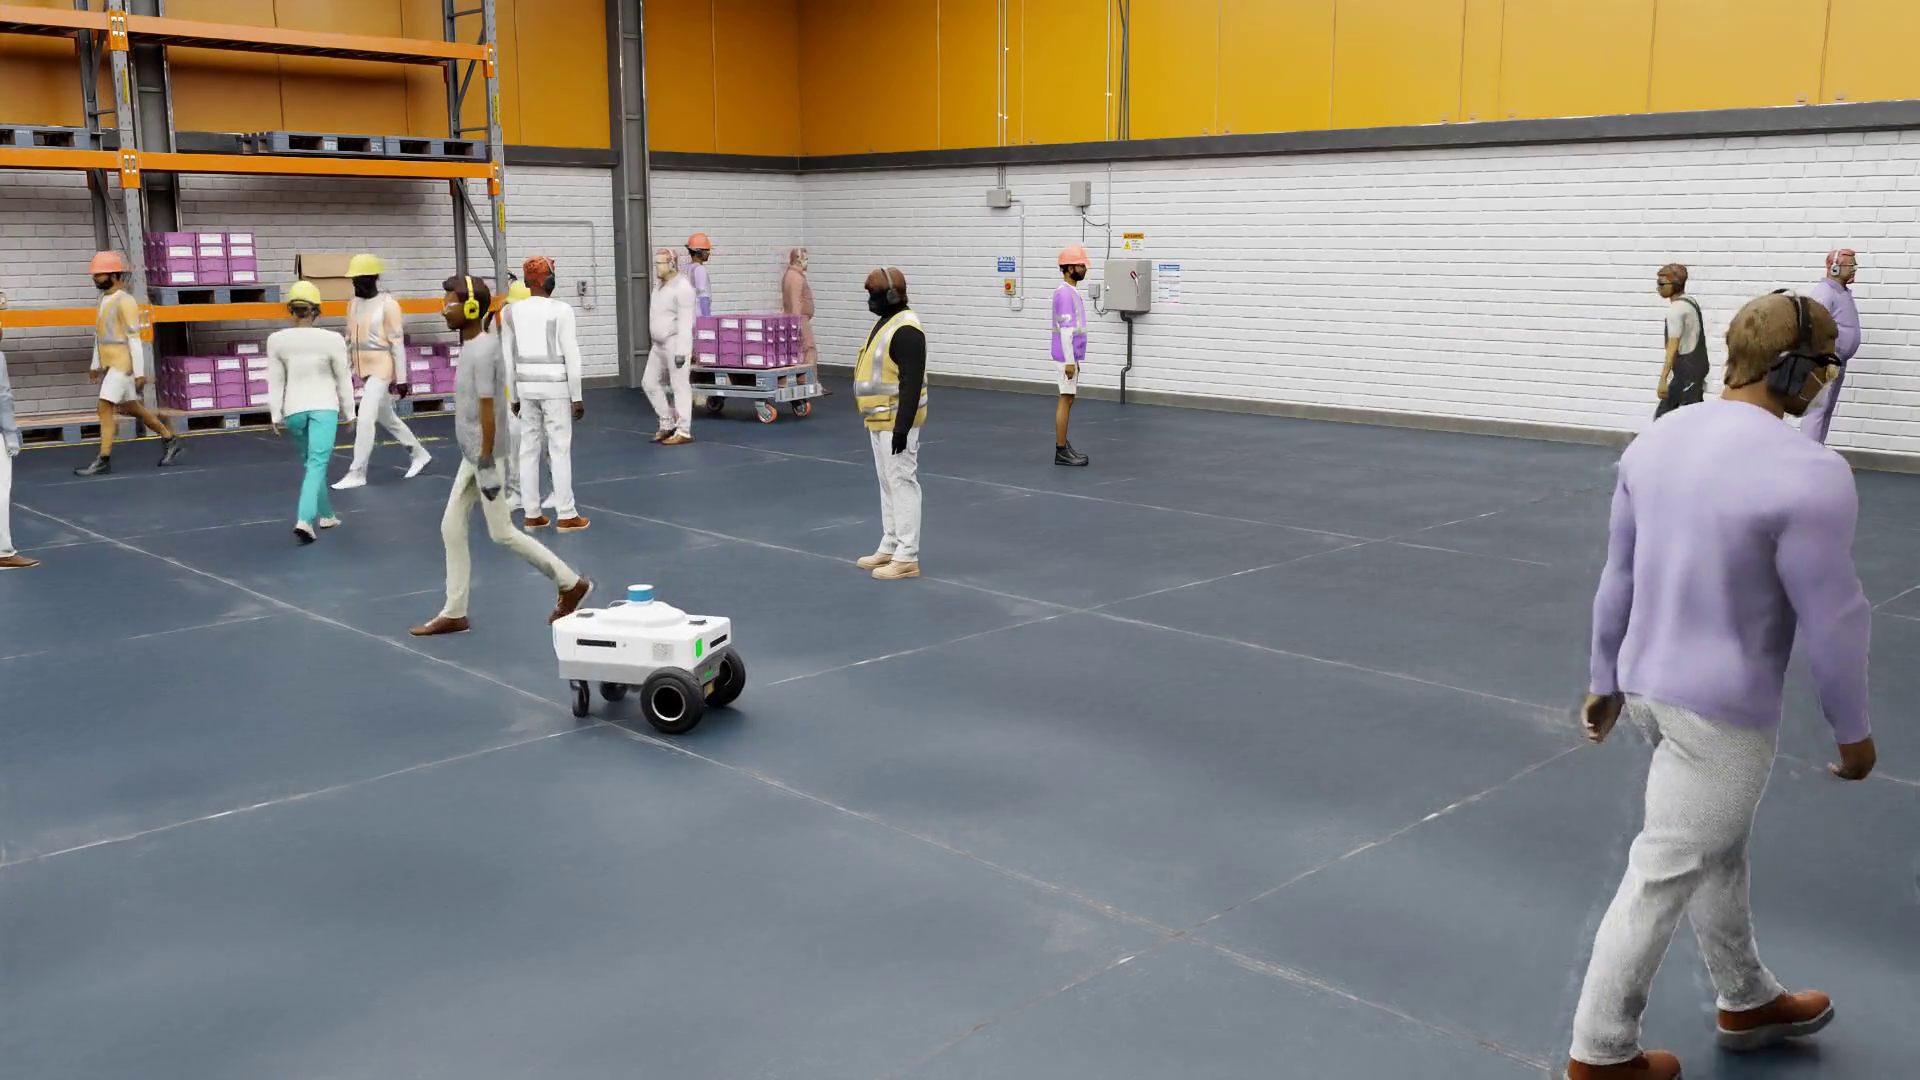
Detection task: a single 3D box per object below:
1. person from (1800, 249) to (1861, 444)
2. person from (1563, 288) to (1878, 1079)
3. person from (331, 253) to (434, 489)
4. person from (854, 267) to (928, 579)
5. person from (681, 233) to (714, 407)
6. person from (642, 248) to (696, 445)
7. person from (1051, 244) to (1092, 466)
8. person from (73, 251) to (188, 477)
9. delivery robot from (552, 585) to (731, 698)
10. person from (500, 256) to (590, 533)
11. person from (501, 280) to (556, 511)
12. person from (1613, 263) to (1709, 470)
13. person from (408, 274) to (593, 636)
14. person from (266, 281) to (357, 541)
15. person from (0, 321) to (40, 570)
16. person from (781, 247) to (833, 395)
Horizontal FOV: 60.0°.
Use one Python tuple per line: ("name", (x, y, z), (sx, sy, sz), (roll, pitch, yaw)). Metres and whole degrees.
("person", (7.314, -1.477, 13.959), (0.404, 1.911, 0.636), (9, 14, 40))
("person", (1.839, 0.381, 3.848), (0.914, 1.897, 0.634), (-2, 11, -12))
("person", (-4.748, -1.394, 13.591), (0.600, 1.890, 0.977), (8, 13, 38))
("person", (-0.413, -0.690, 9.871), (0.430, 1.838, 0.619), (-3, 11, -16))
("person", (-3.078, -2.594, 19.679), (0.386, 2.045, 0.605), (-6, 12, -30))
("person", (-2.839, -1.851, 16.024), (0.508, 1.891, 0.671), (-8, 13, -38))
("person", (0.981, -1.626, 14.681), (0.349, 1.942, 0.545), (1, 10, 6))
("person", (-7.145, -1.521, 14.245), (0.959, 1.901, 0.546), (-10, 14, -43))
("delivery robot", (-1.339, 0.432, 6.989), (0.707, 0.478, 0.477), (3, 11, 15))
("person", (-2.831, -0.986, 11.351), (0.572, 1.883, 0.354), (3, 11, 17))
("person", (-3.136, -1.049, 12.174), (0.500, 1.699, 0.699), (5, 11, 25))
("person", (5.811, -1.325, 13.433), (0.965, 1.786, 0.545), (6, 12, 30))
("person", (-2.348, -0.426, 8.450), (0.882, 1.840, 0.537), (-5, 11, -24))
("person", (-4.358, -0.863, 11.150), (0.531, 1.734, 0.918), (0, 10, 2))
("person", (-5.914, -0.637, 10.125), (0.507, 1.632, 0.268), (6, 12, 28))
("person", (-2.109, -2.744, 20.971), (0.883, 1.876, 0.651), (-3, 11, -17))
